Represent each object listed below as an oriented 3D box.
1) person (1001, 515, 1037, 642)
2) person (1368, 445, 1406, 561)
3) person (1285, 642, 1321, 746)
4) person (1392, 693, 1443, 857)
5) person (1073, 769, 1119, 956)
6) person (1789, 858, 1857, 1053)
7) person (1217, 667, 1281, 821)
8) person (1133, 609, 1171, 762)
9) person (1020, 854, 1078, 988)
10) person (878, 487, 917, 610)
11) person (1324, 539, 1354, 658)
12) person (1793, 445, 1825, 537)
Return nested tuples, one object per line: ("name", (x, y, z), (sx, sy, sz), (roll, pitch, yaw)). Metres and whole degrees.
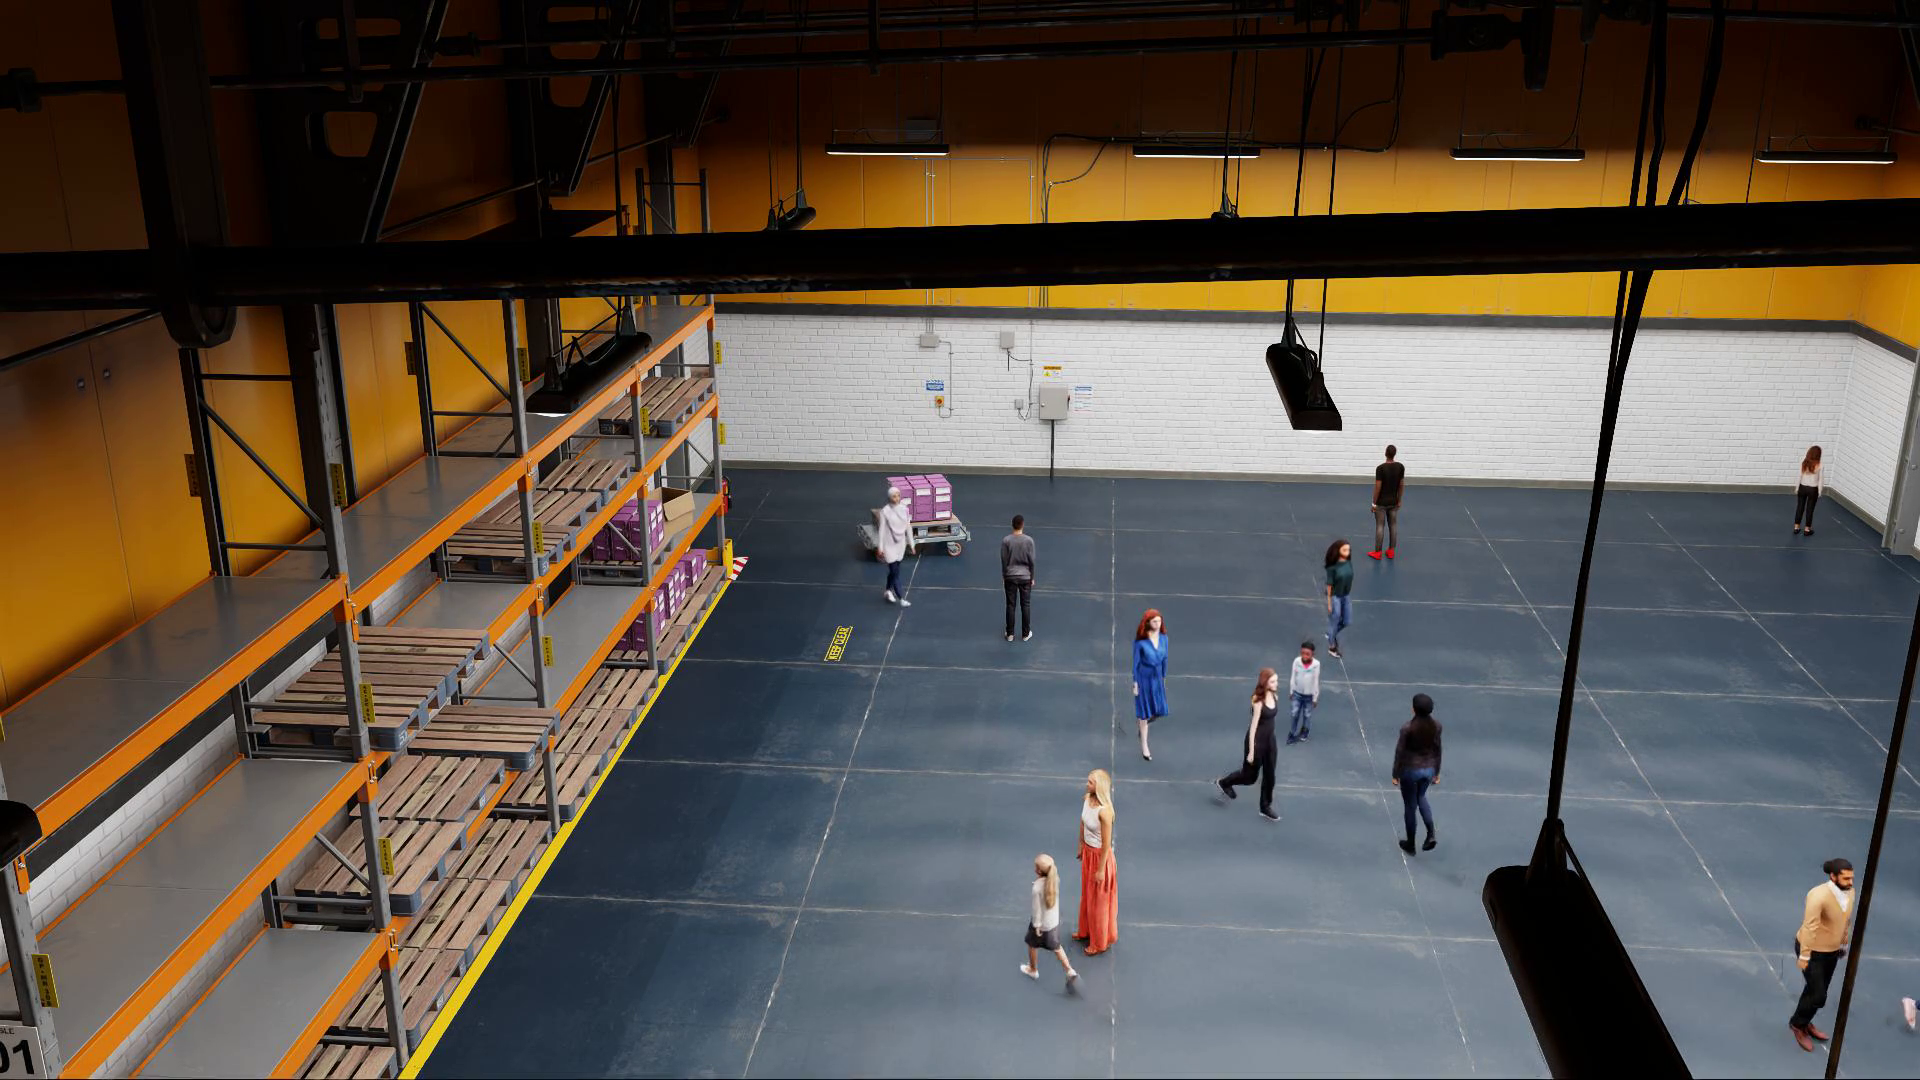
("person", (0.782, 0.504, 22.347), (0.620, 1.761, 0.544), (1, 19, 2))
("person", (6.559, -0.591, 25.527), (0.698, 1.806, 0.647), (-4, 19, -13))
("person", (4.046, 1.754, 19.448), (0.641, 1.242, 0.817), (8, 20, 22))
("person", (4.660, 2.399, 16.755), (0.790, 1.737, 0.874), (-6, 20, -18))
("person", (1.251, 2.909, 15.140), (0.774, 1.802, 0.654), (-7, 20, -19))
("person", (7.085, 3.384, 13.828), (0.807, 1.740, 0.835), (-11, 21, -29))
("person", (3.105, 2.120, 17.612), (1.056, 1.719, 1.030), (16, 24, 39))
("person", (2.111, 1.618, 18.947), (0.784, 1.820, 0.886), (-7, 20, -20))
("person", (0.796, 3.361, 14.651), (0.813, 1.257, 0.881), (-15, 24, -37))
("person", (-0.968, 0.088, 23.629), (1.023, 1.731, 1.175), (-10, 21, -28))
("person", (4.922, 0.747, 21.875), (0.721, 1.600, 0.775), (-9, 21, -25))
("person", (13.613, -0.808, 26.673), (0.620, 1.485, 0.659), (16, 25, 40))
